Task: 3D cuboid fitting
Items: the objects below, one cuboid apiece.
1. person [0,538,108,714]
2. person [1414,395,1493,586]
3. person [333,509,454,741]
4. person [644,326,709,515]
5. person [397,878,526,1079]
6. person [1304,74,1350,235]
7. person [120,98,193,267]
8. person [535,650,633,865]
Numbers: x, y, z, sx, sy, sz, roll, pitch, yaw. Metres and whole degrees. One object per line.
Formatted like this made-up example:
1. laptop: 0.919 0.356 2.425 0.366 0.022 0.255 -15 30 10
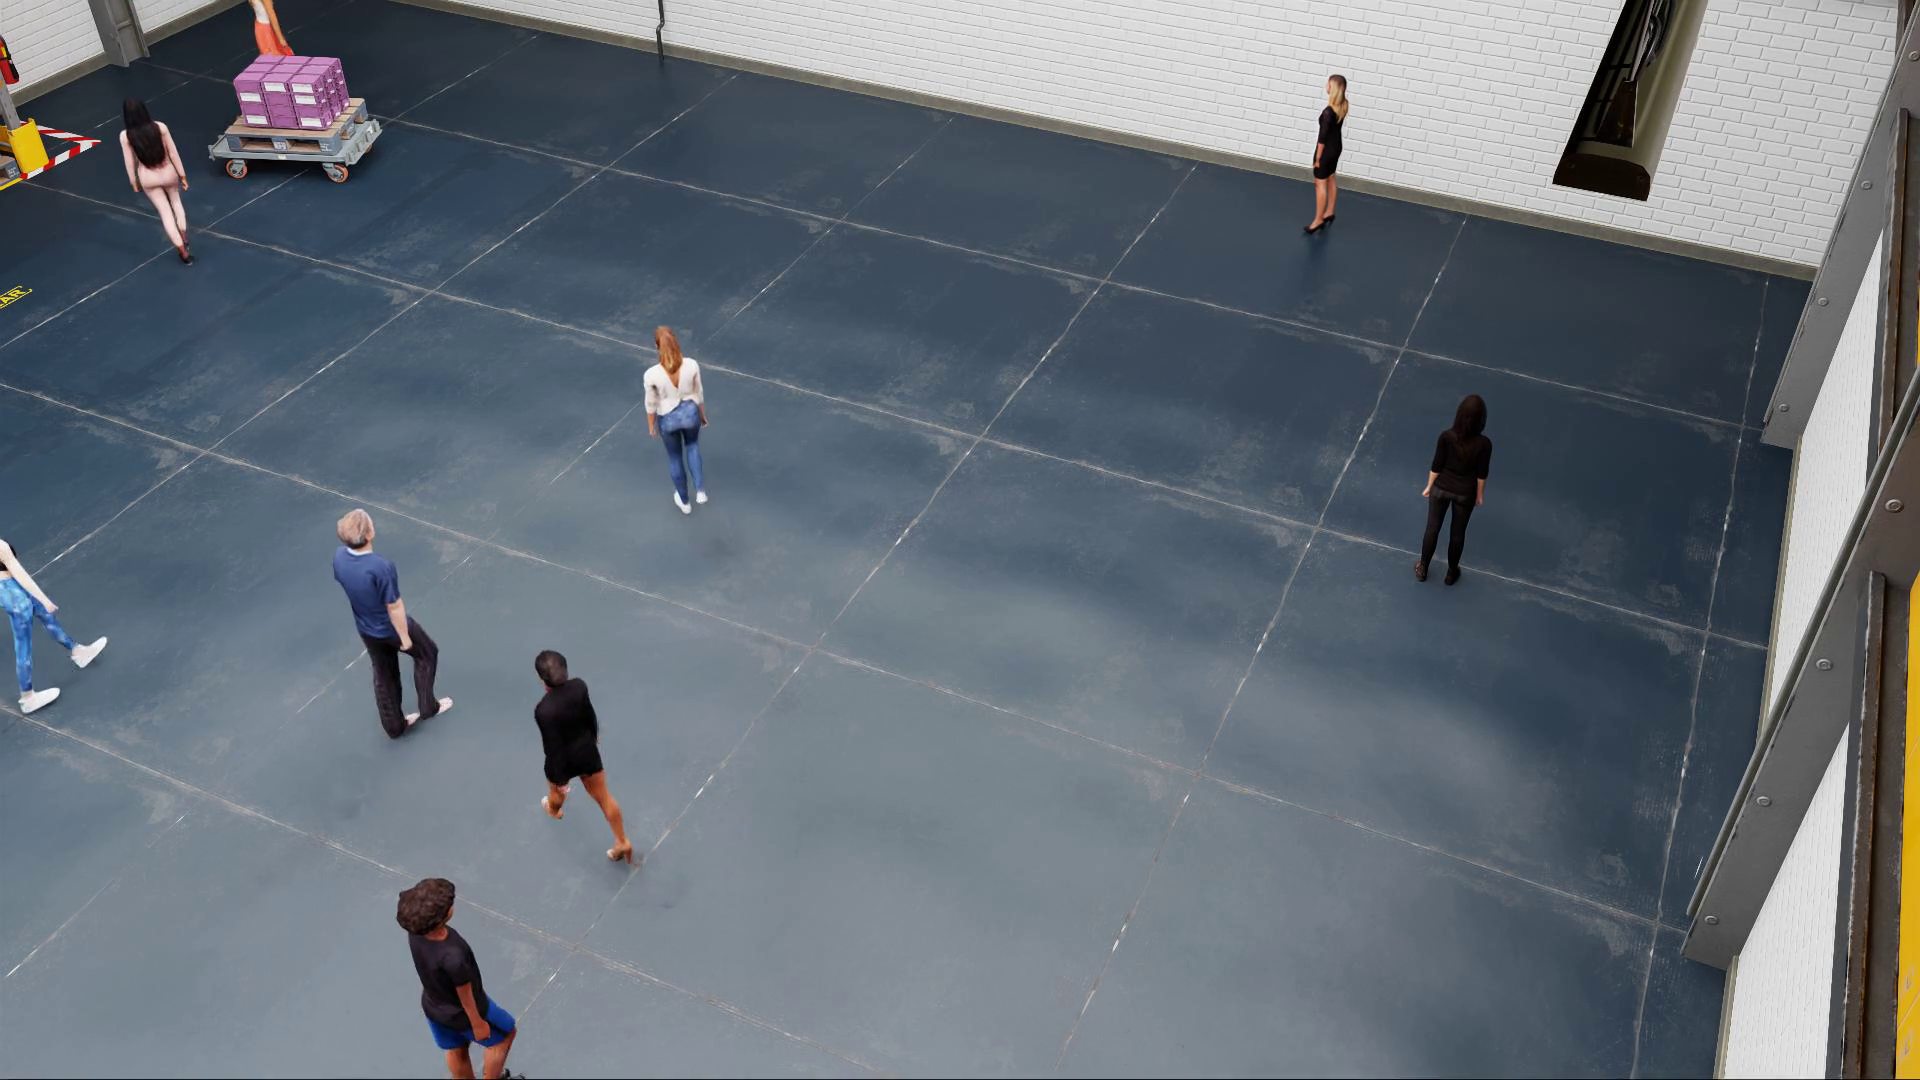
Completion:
1. person: -6.539 0.465 11.367 0.684 1.760 1.019 21 43 25
2. person: 3.714 -0.367 12.504 0.614 1.640 0.534 11 40 14
3. person: -3.888 0.632 11.081 0.675 1.856 0.694 16 41 19
4. person: -2.189 -0.893 13.109 0.777 1.709 0.840 -15 41 -18
5. person: -2.729 2.494 8.800 0.691 1.791 0.682 28 46 30
6. person: 3.754 -3.938 16.949 0.648 1.672 0.498 26 45 29
7. person: -7.856 -3.495 16.370 0.879 1.705 0.914 -23 44 -26
8. person: -2.333 1.420 10.309 0.813 1.588 1.021 21 43 24
